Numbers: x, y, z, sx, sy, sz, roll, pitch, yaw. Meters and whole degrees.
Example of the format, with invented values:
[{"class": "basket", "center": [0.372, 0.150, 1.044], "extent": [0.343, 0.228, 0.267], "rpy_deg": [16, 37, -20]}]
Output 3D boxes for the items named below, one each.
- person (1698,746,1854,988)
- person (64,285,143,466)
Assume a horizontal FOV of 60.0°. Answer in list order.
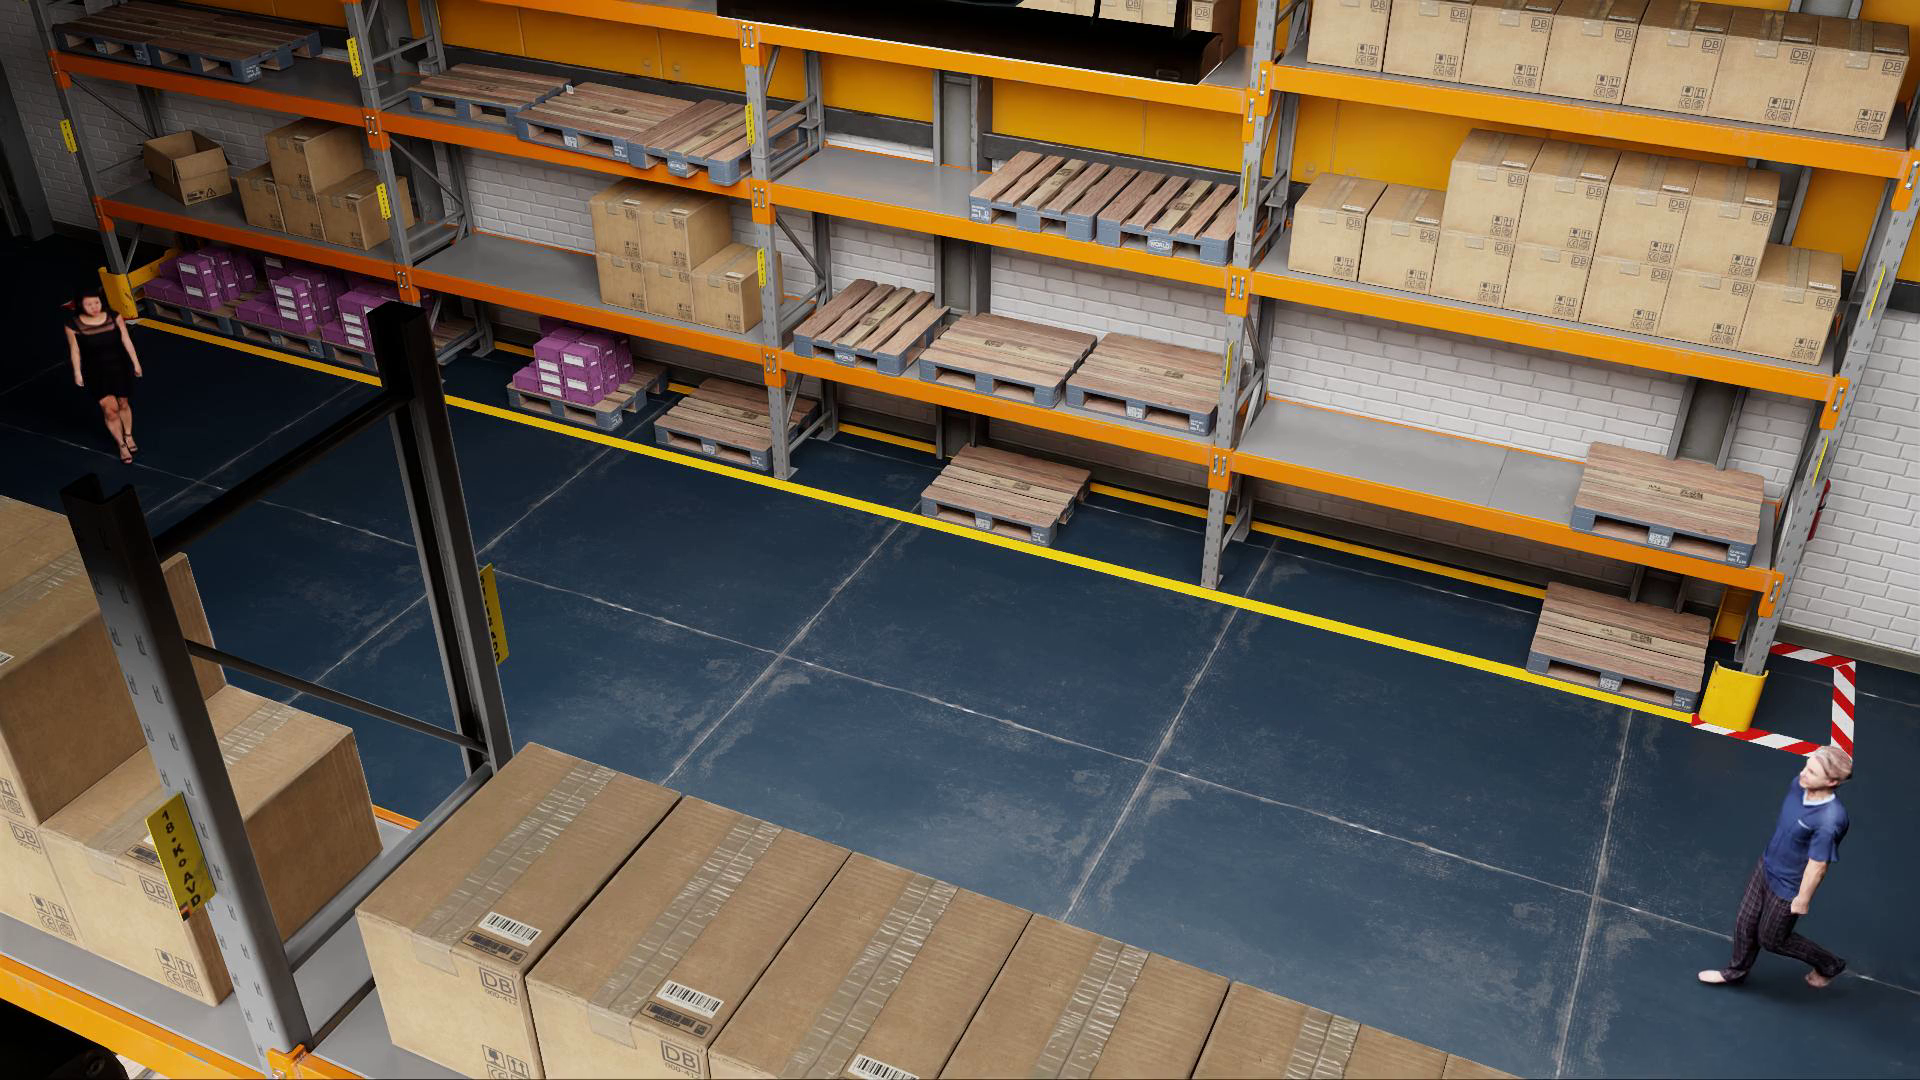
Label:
[{"class": "person", "center": [4.823, 1.927, 9.516], "extent": [1.082, 1.847, 0.895], "rpy_deg": [1, 34, 2]}, {"class": "person", "center": [-7.628, -1.511, 14.826], "extent": [0.806, 1.695, 0.820], "rpy_deg": [-25, 41, -33]}]
